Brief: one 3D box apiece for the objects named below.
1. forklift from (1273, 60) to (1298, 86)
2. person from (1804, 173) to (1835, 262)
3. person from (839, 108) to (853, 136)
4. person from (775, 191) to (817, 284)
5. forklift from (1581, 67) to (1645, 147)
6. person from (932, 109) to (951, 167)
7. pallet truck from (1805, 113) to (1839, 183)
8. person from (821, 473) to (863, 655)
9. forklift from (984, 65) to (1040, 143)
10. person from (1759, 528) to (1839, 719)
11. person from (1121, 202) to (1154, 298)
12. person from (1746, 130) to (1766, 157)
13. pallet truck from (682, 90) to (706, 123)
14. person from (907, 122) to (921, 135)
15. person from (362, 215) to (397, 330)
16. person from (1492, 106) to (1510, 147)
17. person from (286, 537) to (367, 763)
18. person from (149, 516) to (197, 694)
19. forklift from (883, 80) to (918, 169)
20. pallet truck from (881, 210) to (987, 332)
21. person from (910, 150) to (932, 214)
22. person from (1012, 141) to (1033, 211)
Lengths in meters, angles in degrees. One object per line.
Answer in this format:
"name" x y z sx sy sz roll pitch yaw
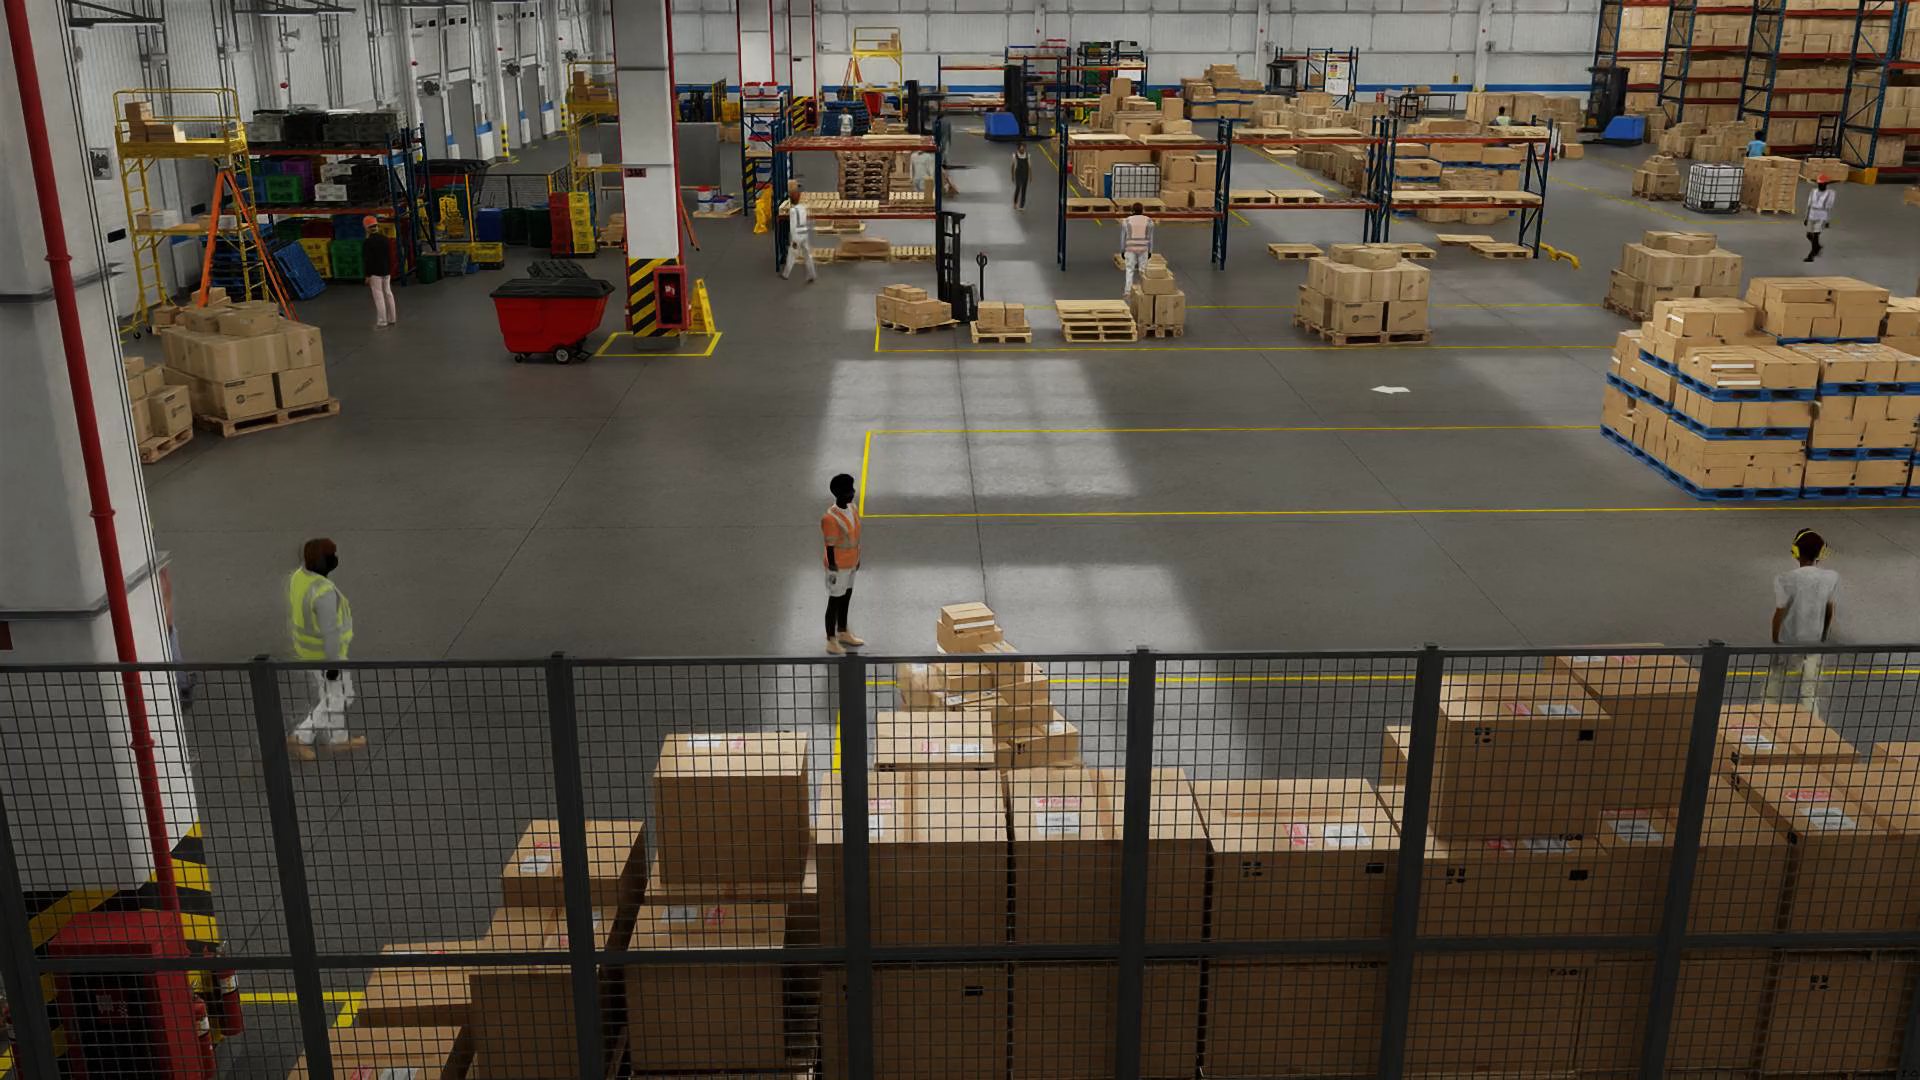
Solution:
"forklift" 13.000 -17.817 66.726 1.129 2.768 1.873 8 20 22
"person" 18.702 -7.023 36.196 0.578 1.918 0.562 -13 23 -34
"person" -4.017 -14.427 58.657 0.522 1.588 0.896 0 19 -1
"person" -3.299 -6.101 33.564 0.961 1.837 0.605 10 21 26
"forklift" 24.185 -15.962 61.225 1.873 2.768 1.129 17 25 41
"person" -0.590 -12.884 53.568 0.651 1.924 0.504 -3 19 -10
"pallet truck" 26.403 -11.957 50.702 0.823 1.965 1.885 6 19 16
"person" -1.062 0.211 15.069 0.317 1.695 0.540 8 20 21
"forklift" 1.948 -16.471 62.733 1.873 2.768 1.129 -7 20 -19
"person" 6.630 0.813 13.095 0.528 1.829 0.972 2 19 7
"person" 3.401 -5.571 32.022 0.624 1.835 0.431 -1 19 -2
"person" 23.339 -11.170 48.848 0.545 1.680 0.375 2 19 7
"pallet truck" -9.671 -15.907 62.421 0.823 1.965 1.885 5 19 15
"person" -1.452 -12.750 53.468 0.482 1.735 0.339 -6 19 -16
"person" -10.190 -4.669 29.092 0.392 1.991 0.612 7 20 20
"person" 17.939 -13.408 55.170 0.615 1.901 0.492 -11 21 -29
"person" -5.002 0.871 12.922 0.581 1.829 0.639 -14 23 -37
"person" -6.735 0.620 13.845 0.525 1.688 0.921 1 19 4
"forklift" -1.527 -13.236 53.138 1.873 2.768 1.129 -1 19 -1
"pallet truck" -0.493 -4.759 29.349 1.885 1.965 0.823 -13 23 -34
"person" -0.978 -9.408 43.281 0.635 1.921 0.739 9 21 26
"person" 1.649 -9.620 44.026 0.521 1.830 0.399 -5 19 -14
